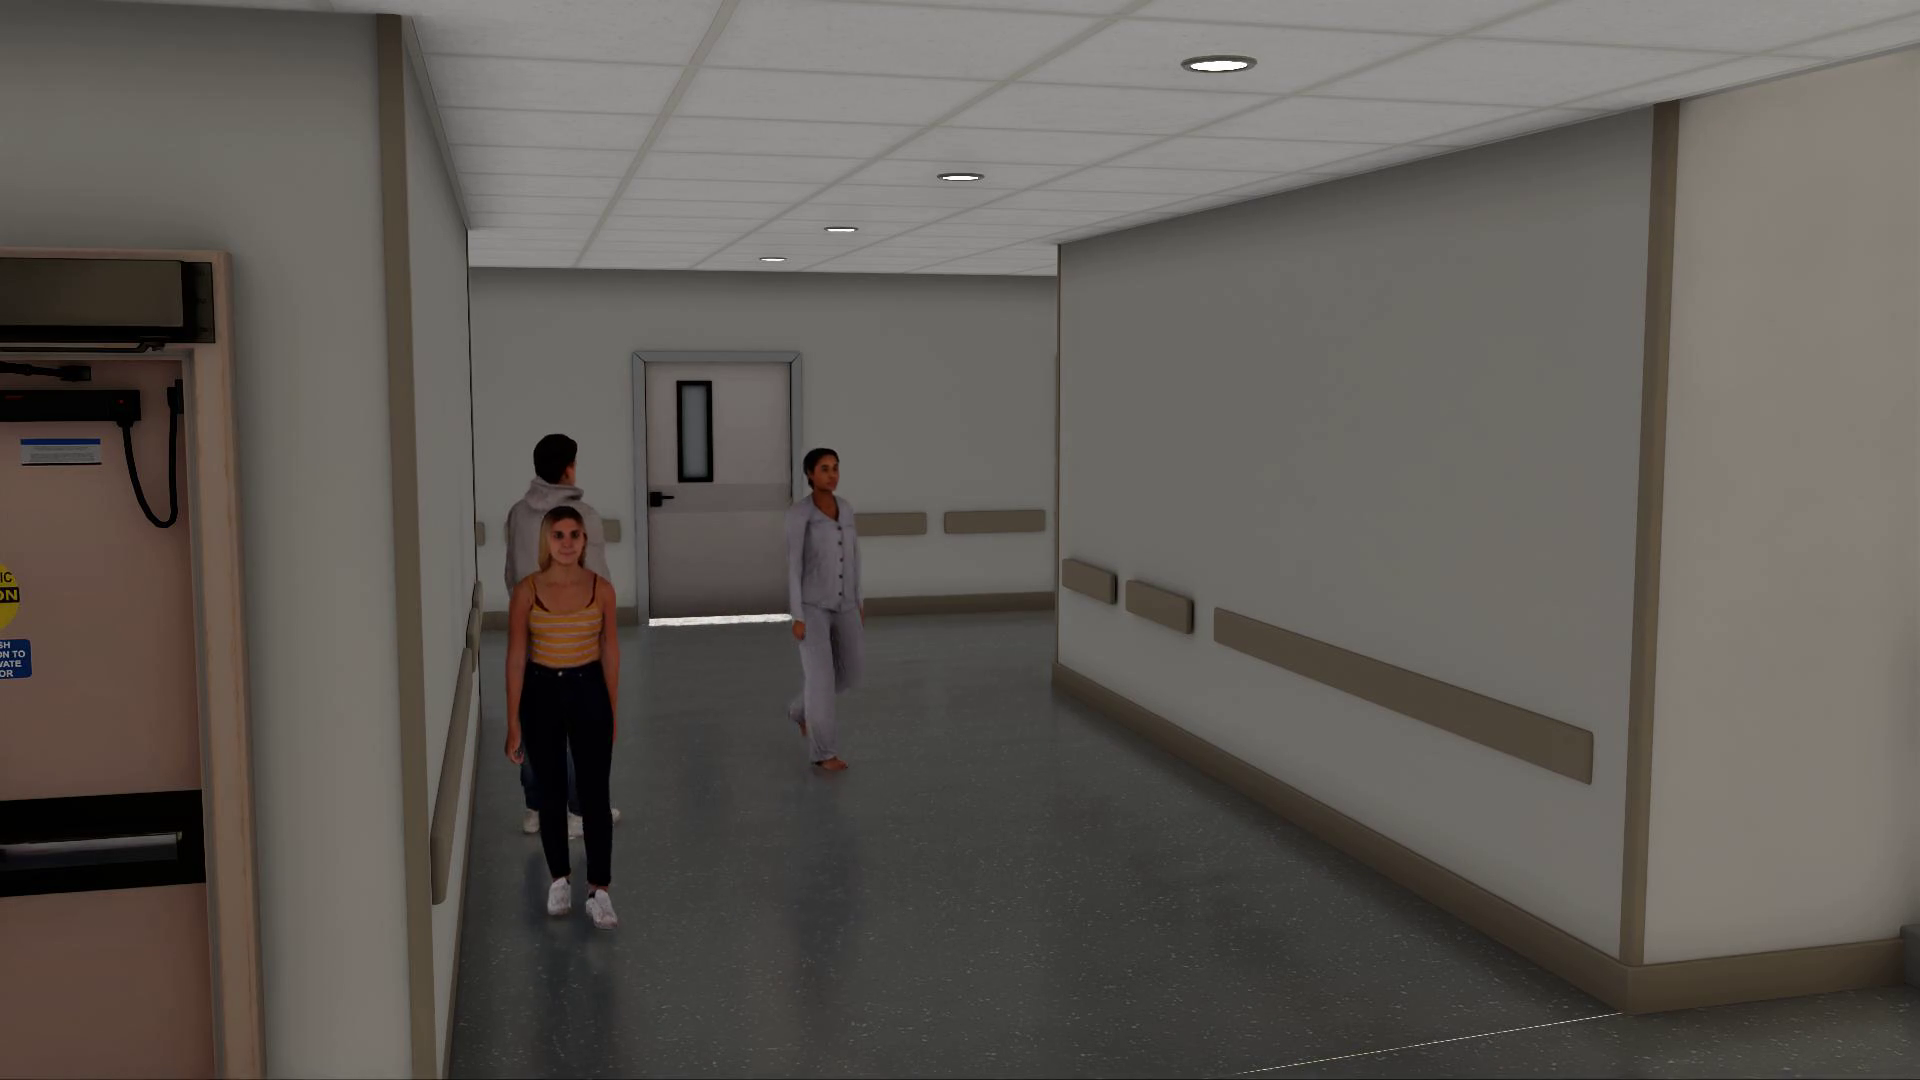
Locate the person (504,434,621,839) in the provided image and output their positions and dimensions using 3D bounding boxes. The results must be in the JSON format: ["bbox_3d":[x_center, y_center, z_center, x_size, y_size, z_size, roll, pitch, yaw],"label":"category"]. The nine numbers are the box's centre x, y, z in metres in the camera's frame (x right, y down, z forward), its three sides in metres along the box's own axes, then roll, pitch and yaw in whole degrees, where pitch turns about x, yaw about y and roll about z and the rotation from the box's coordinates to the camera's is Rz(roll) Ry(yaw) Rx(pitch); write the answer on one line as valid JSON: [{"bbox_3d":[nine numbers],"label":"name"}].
[{"bbox_3d":[-1.880,0.431,7.722,0.711,1.852,0.822,2,6,18],"label":"person"}]

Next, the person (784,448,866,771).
[{"bbox_3d":[-0.785,0.362,9.062,0.920,1.721,0.924,-5,8,-43],"label":"person"}]

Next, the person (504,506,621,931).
[{"bbox_3d":[-1.564,0.674,6.527,0.701,1.609,0.648,-1,6,-13],"label":"person"}]
